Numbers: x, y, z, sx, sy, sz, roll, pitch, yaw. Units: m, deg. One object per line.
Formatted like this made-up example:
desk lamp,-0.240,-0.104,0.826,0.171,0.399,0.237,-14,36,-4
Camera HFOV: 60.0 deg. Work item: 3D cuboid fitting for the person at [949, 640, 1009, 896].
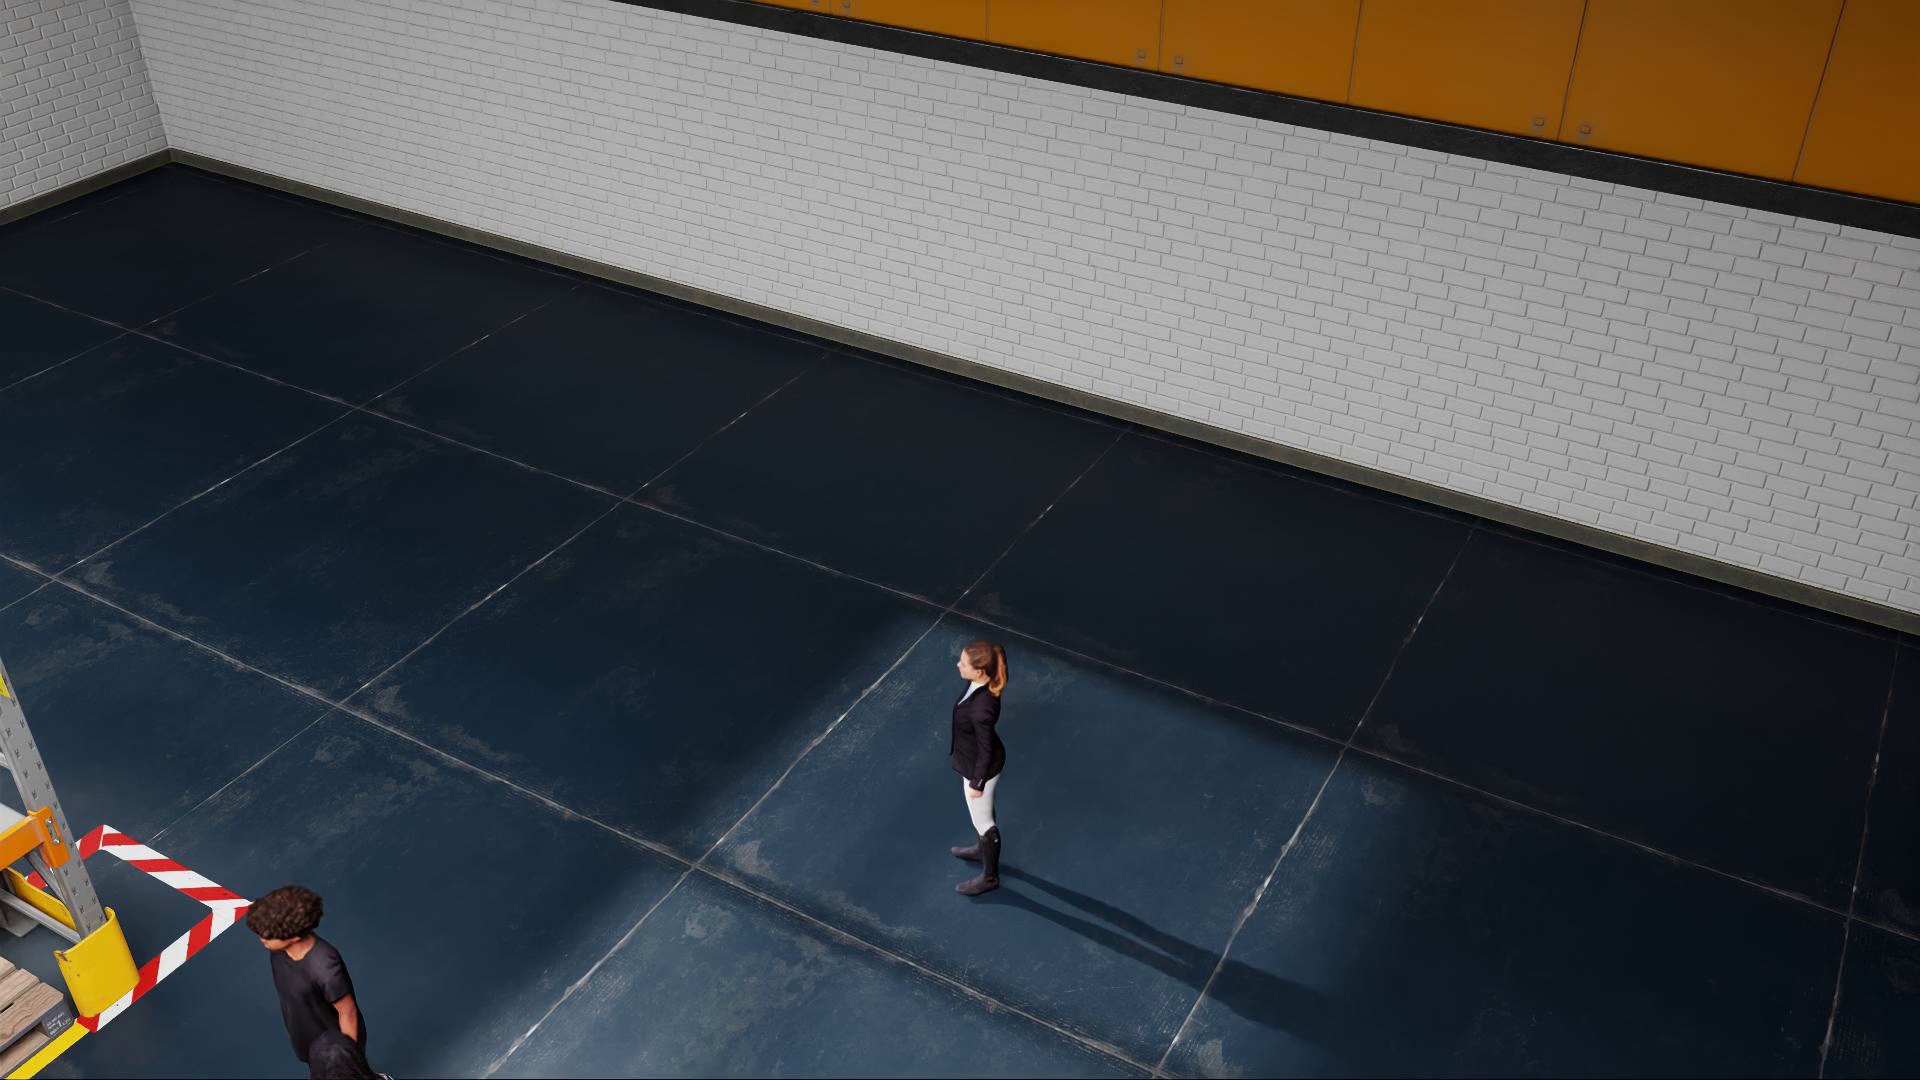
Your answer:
person,0.107,1.271,9.338,0.723,1.729,0.634,-2,34,-3

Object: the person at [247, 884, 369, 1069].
person,-2.968,2.275,7.781,0.633,1.780,0.558,20,38,27

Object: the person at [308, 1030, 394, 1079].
person,-2.421,2.817,6.980,0.744,1.765,0.656,26,41,33
